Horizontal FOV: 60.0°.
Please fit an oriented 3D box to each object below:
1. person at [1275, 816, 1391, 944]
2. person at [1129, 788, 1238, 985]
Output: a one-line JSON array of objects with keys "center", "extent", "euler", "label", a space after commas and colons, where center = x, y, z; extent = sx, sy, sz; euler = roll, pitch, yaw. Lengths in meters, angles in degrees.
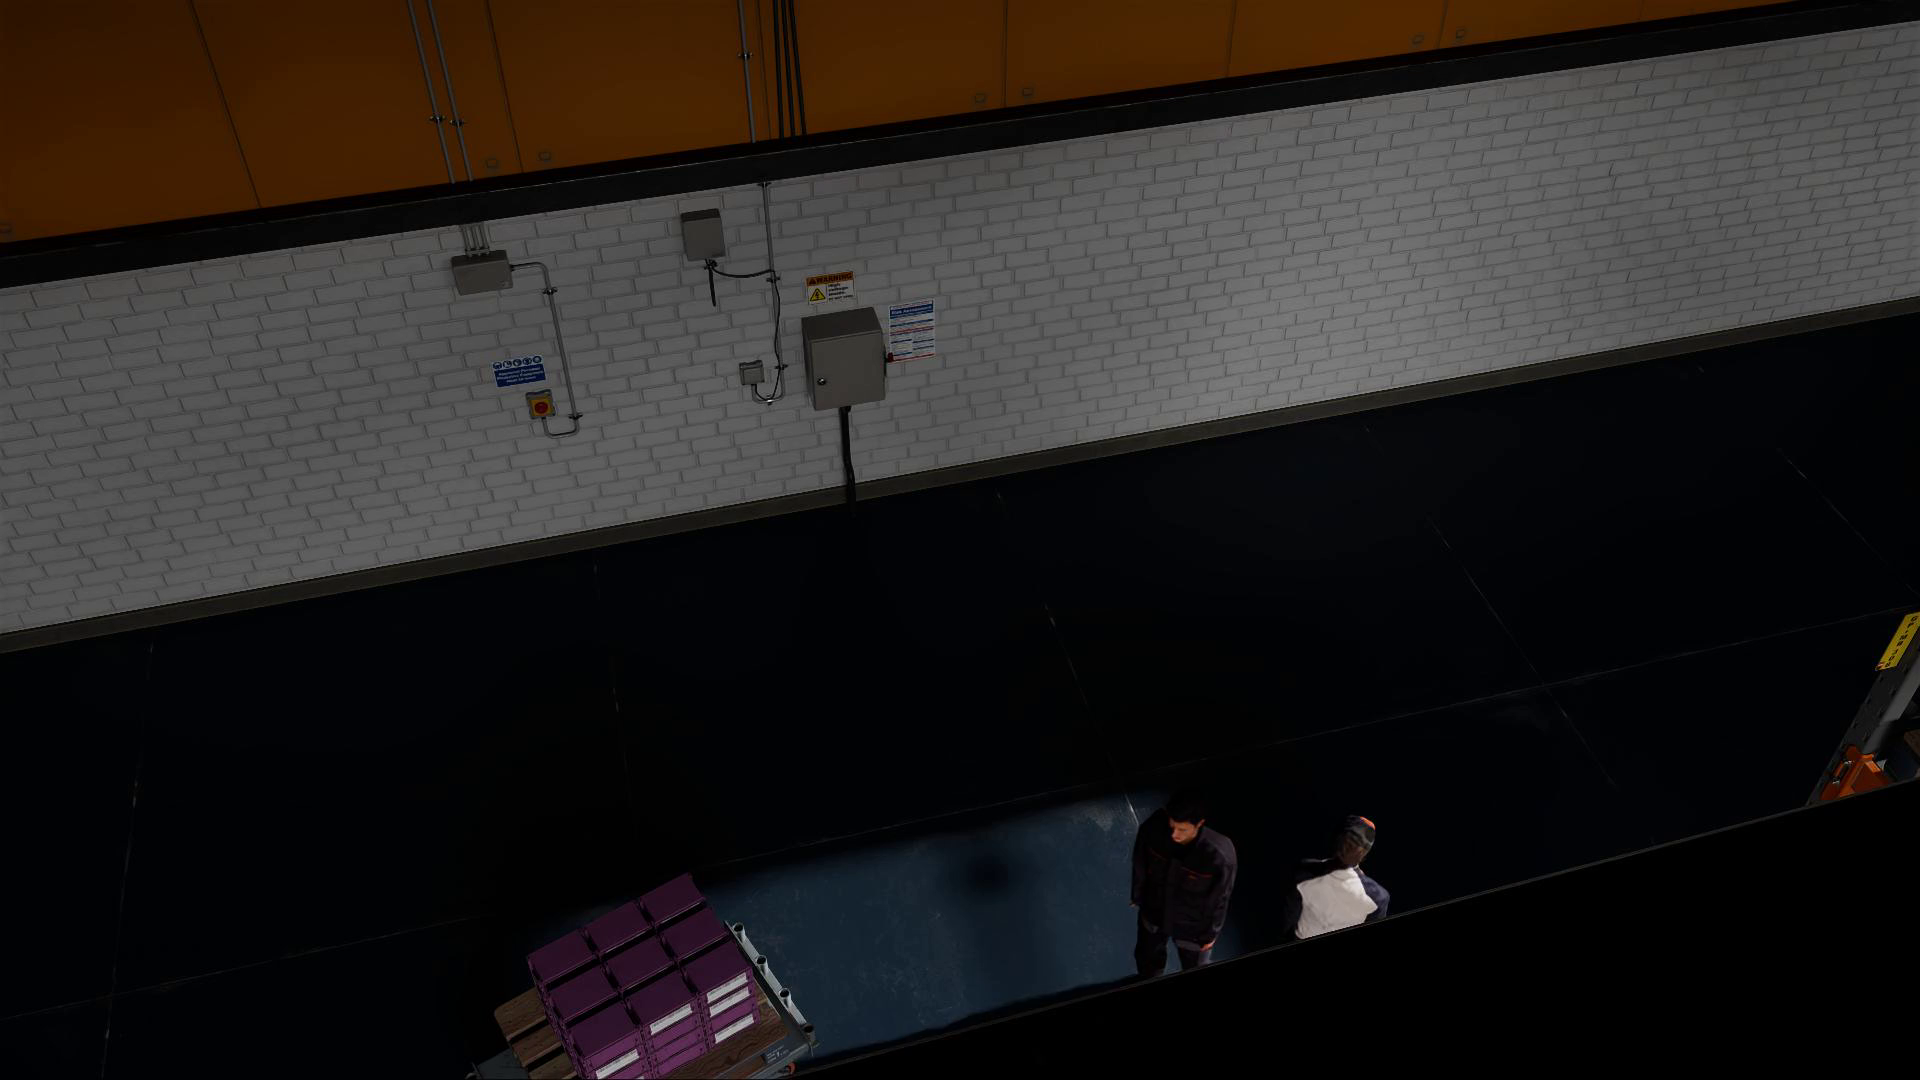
[{"center": [1.879, 2.079, 8.534], "extent": [0.776, 1.891, 0.805], "euler": [16, 46, 16], "label": "person"}, {"center": [1.149, 1.899, 8.689], "extent": [0.785, 1.937, 0.851], "euler": [25, 49, 24], "label": "person"}]
